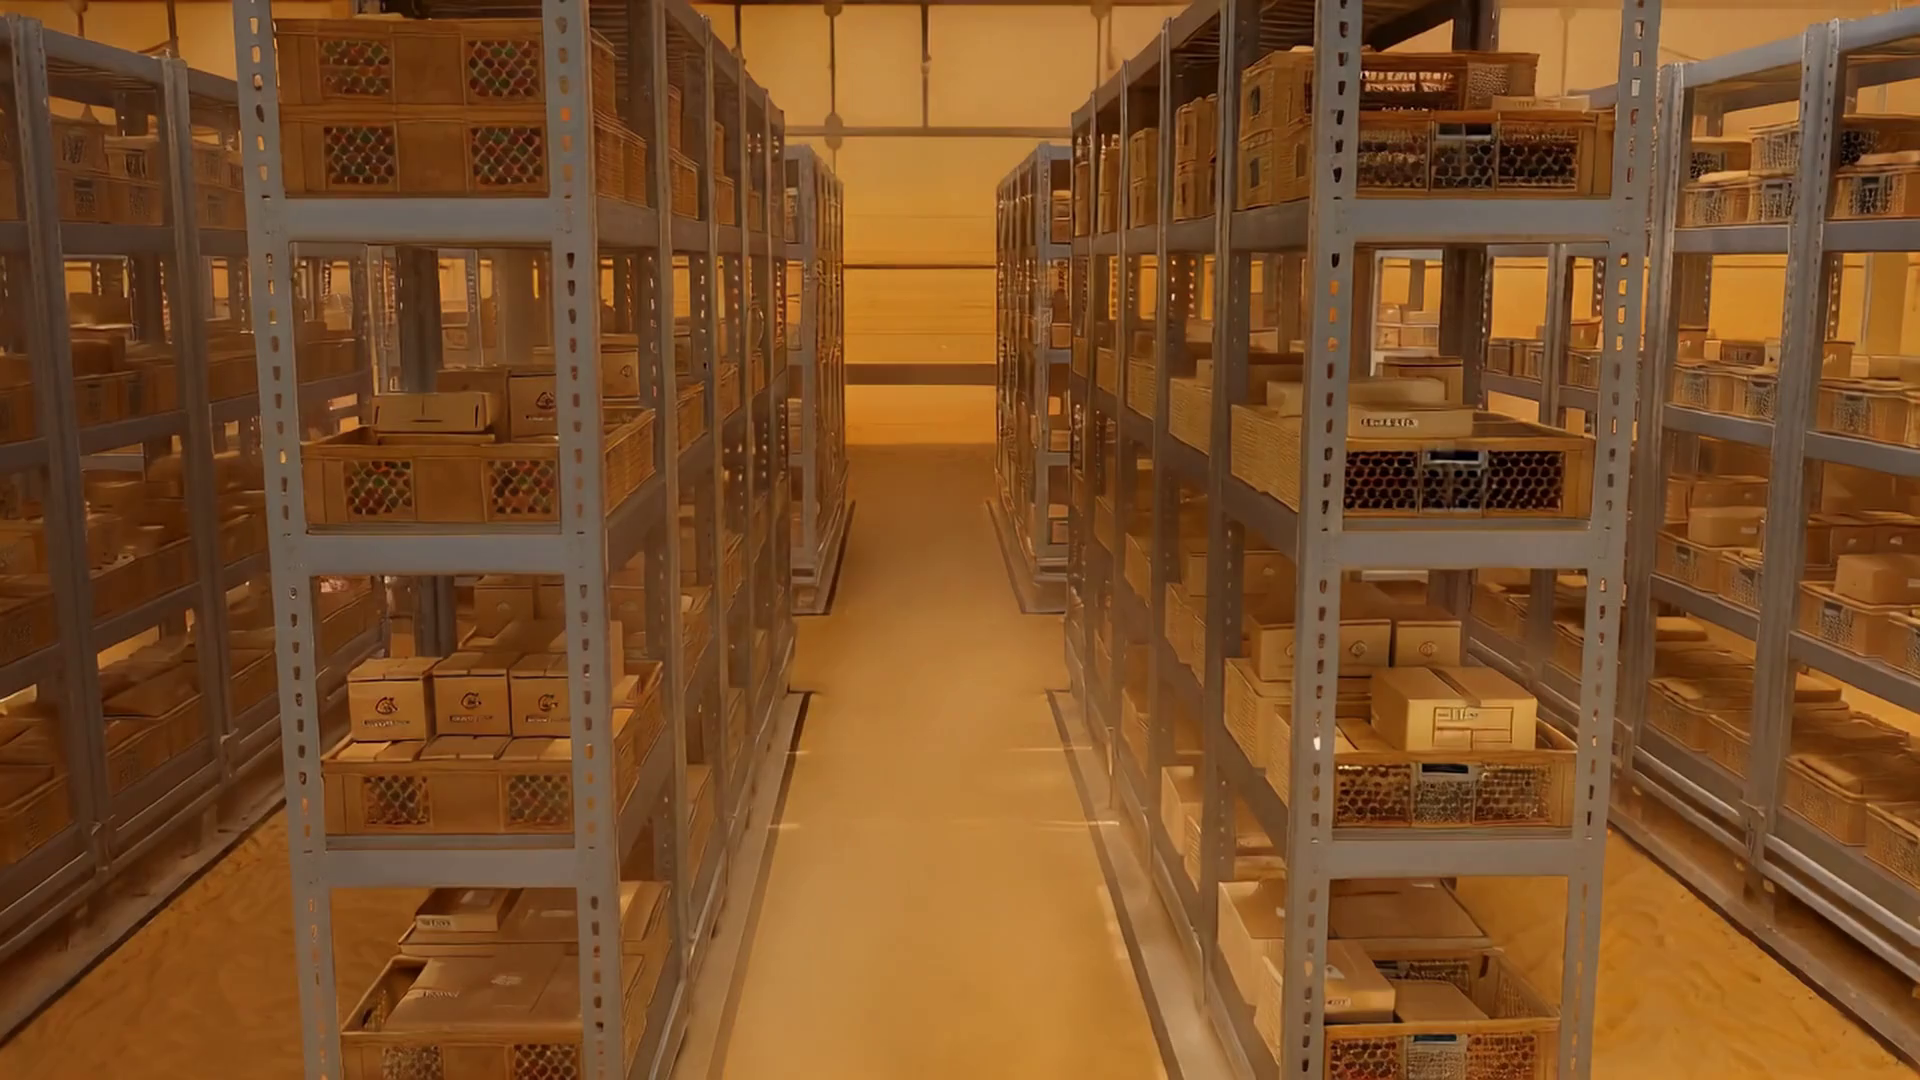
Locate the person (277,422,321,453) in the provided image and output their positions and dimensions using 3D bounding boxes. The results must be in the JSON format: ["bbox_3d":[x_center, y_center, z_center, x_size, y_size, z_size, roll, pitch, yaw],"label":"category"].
[{"bbox_3d":[-4.745,-0.183,11.944,0.454,1.829,0.591,0,9,-3],"label":"person"}]
